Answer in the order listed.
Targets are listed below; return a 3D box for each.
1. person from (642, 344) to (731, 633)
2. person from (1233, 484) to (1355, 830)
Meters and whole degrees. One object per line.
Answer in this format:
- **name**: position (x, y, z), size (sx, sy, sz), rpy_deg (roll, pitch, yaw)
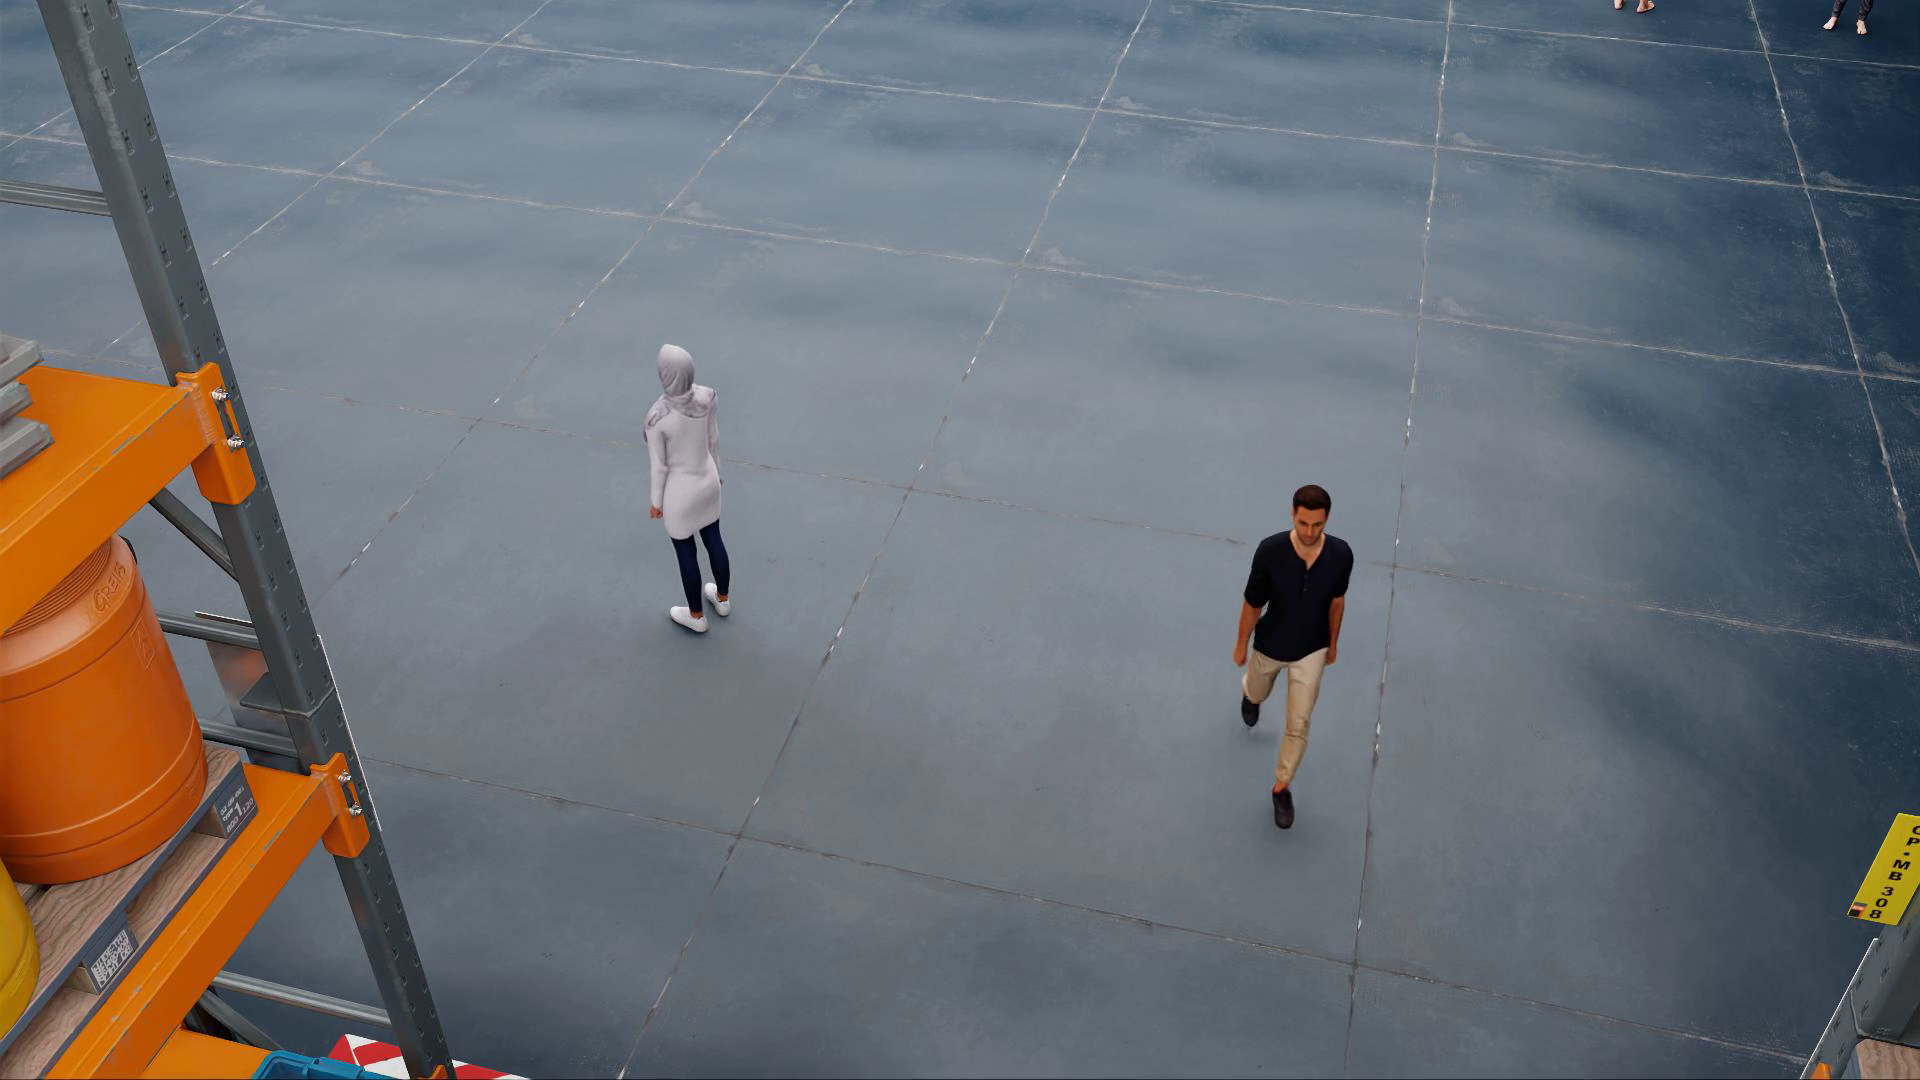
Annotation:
- **person**: position (-1.456, -0.268, 8.974), size (0.634, 1.776, 0.751), rpy_deg (-31, 48, -33)
- **person**: position (1.573, 0.447, 8.015), size (0.797, 1.830, 1.185), rpy_deg (3, 38, 4)
